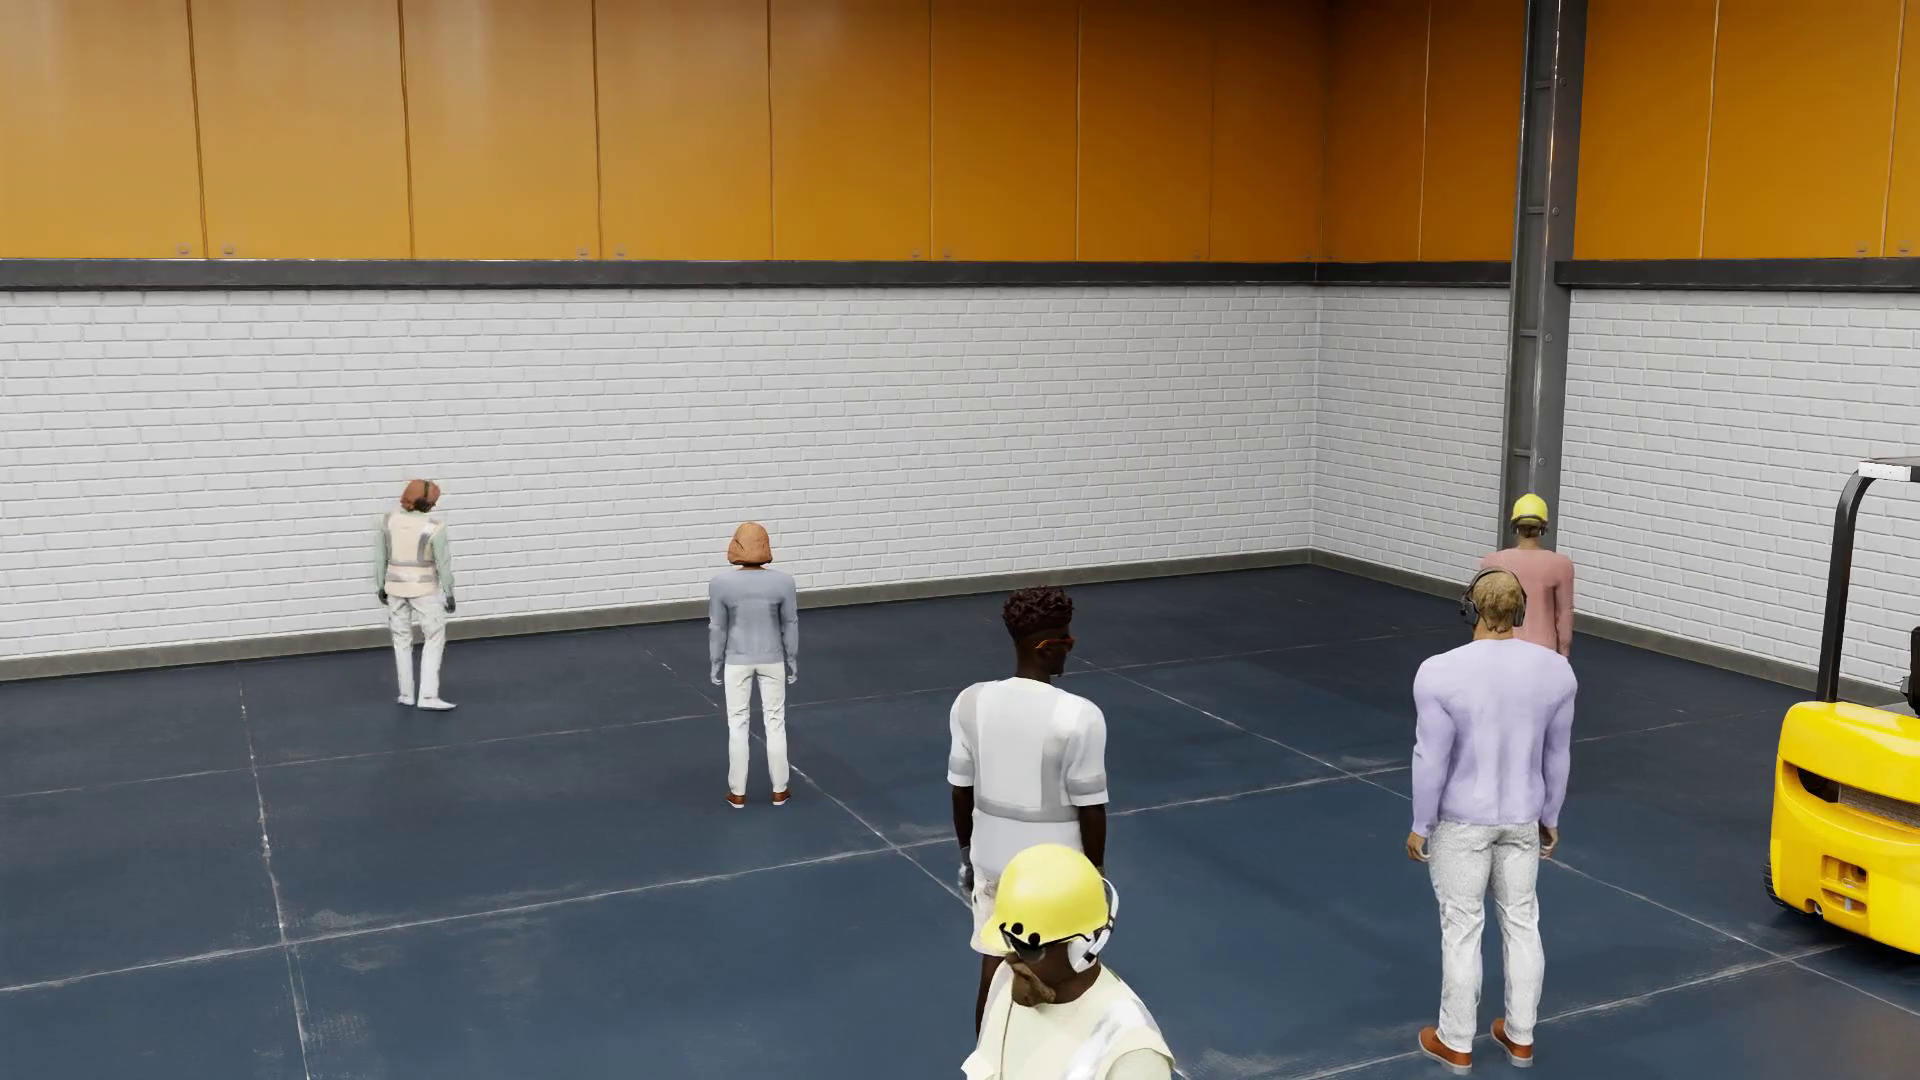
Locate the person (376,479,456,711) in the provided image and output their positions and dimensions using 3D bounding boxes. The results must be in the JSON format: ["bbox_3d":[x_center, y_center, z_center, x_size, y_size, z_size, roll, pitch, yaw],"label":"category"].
[{"bbox_3d":[-3.764,0.387,11.476,0.614,1.616,0.433,2,9,11],"label":"person"}]

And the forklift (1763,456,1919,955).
[{"bbox_3d":[4.857,0.731,7.561,2.313,2.155,1.214,-4,10,-25],"label":"forklift"}]

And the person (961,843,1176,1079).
[{"bbox_3d":[0.202,1.541,3.671,0.403,1.827,0.588,-5,11,-31],"label":"person"}]

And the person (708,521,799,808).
[{"bbox_3d":[-1.167,0.706,9.438,0.507,1.636,0.274,-2,9,-10],"label":"person"}]

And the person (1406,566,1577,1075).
[{"bbox_3d":[1.993,1.061,6.305,0.630,1.938,0.369,-1,9,-8],"label":"person"}]

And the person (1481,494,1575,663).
[{"bbox_3d":[3.263,0.613,9.625,0.533,1.765,0.331,3,9,15],"label":"person"}]

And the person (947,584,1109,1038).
[{"bbox_3d":[0.249,1.127,5.816,0.607,1.963,0.373,6,11,32],"label":"person"}]
